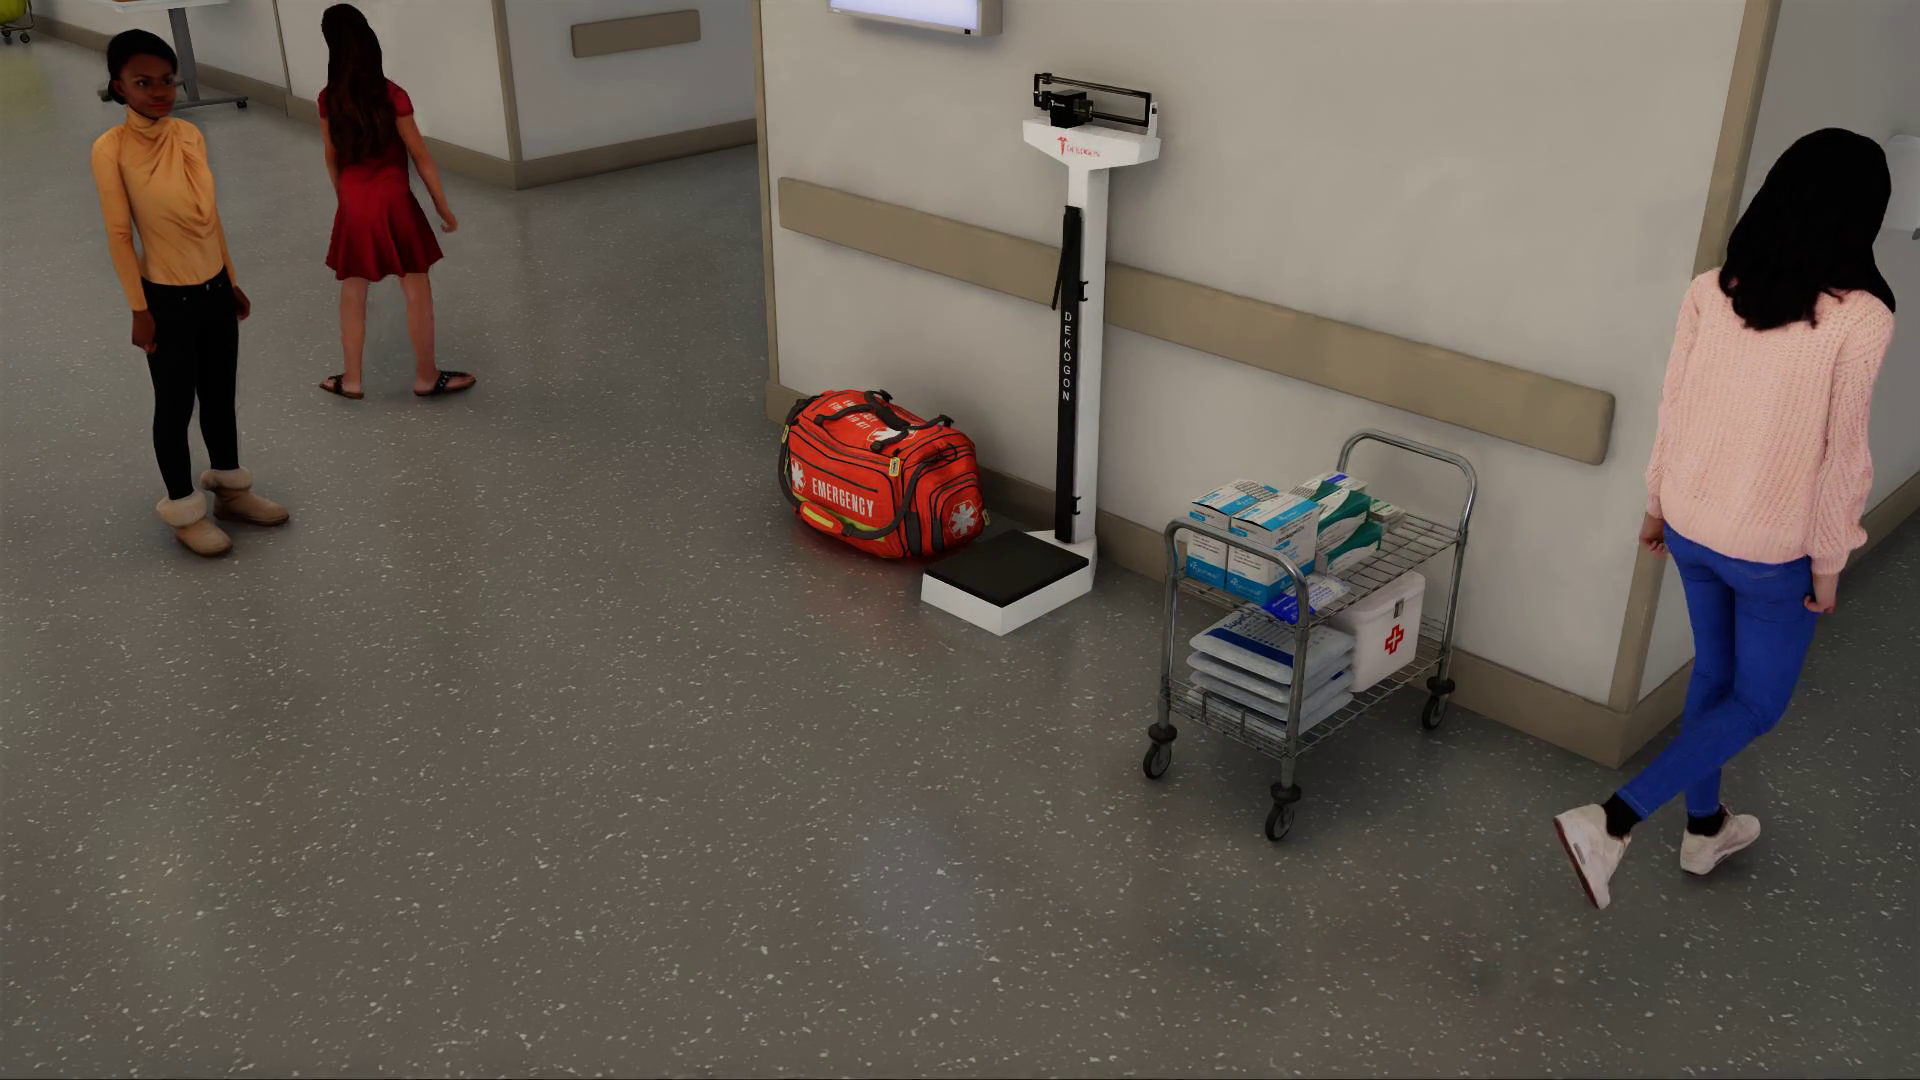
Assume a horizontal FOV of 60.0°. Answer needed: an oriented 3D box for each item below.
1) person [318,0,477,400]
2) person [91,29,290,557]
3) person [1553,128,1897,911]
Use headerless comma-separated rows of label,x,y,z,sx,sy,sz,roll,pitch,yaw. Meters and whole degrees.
person,-2.256,-1.299,6.541,0.841,1.537,0.925,9,27,19
person,-2.501,-0.787,5.341,0.658,1.658,0.671,11,28,21
person,1.602,0.038,3.528,0.904,1.747,1.007,-13,29,-25
